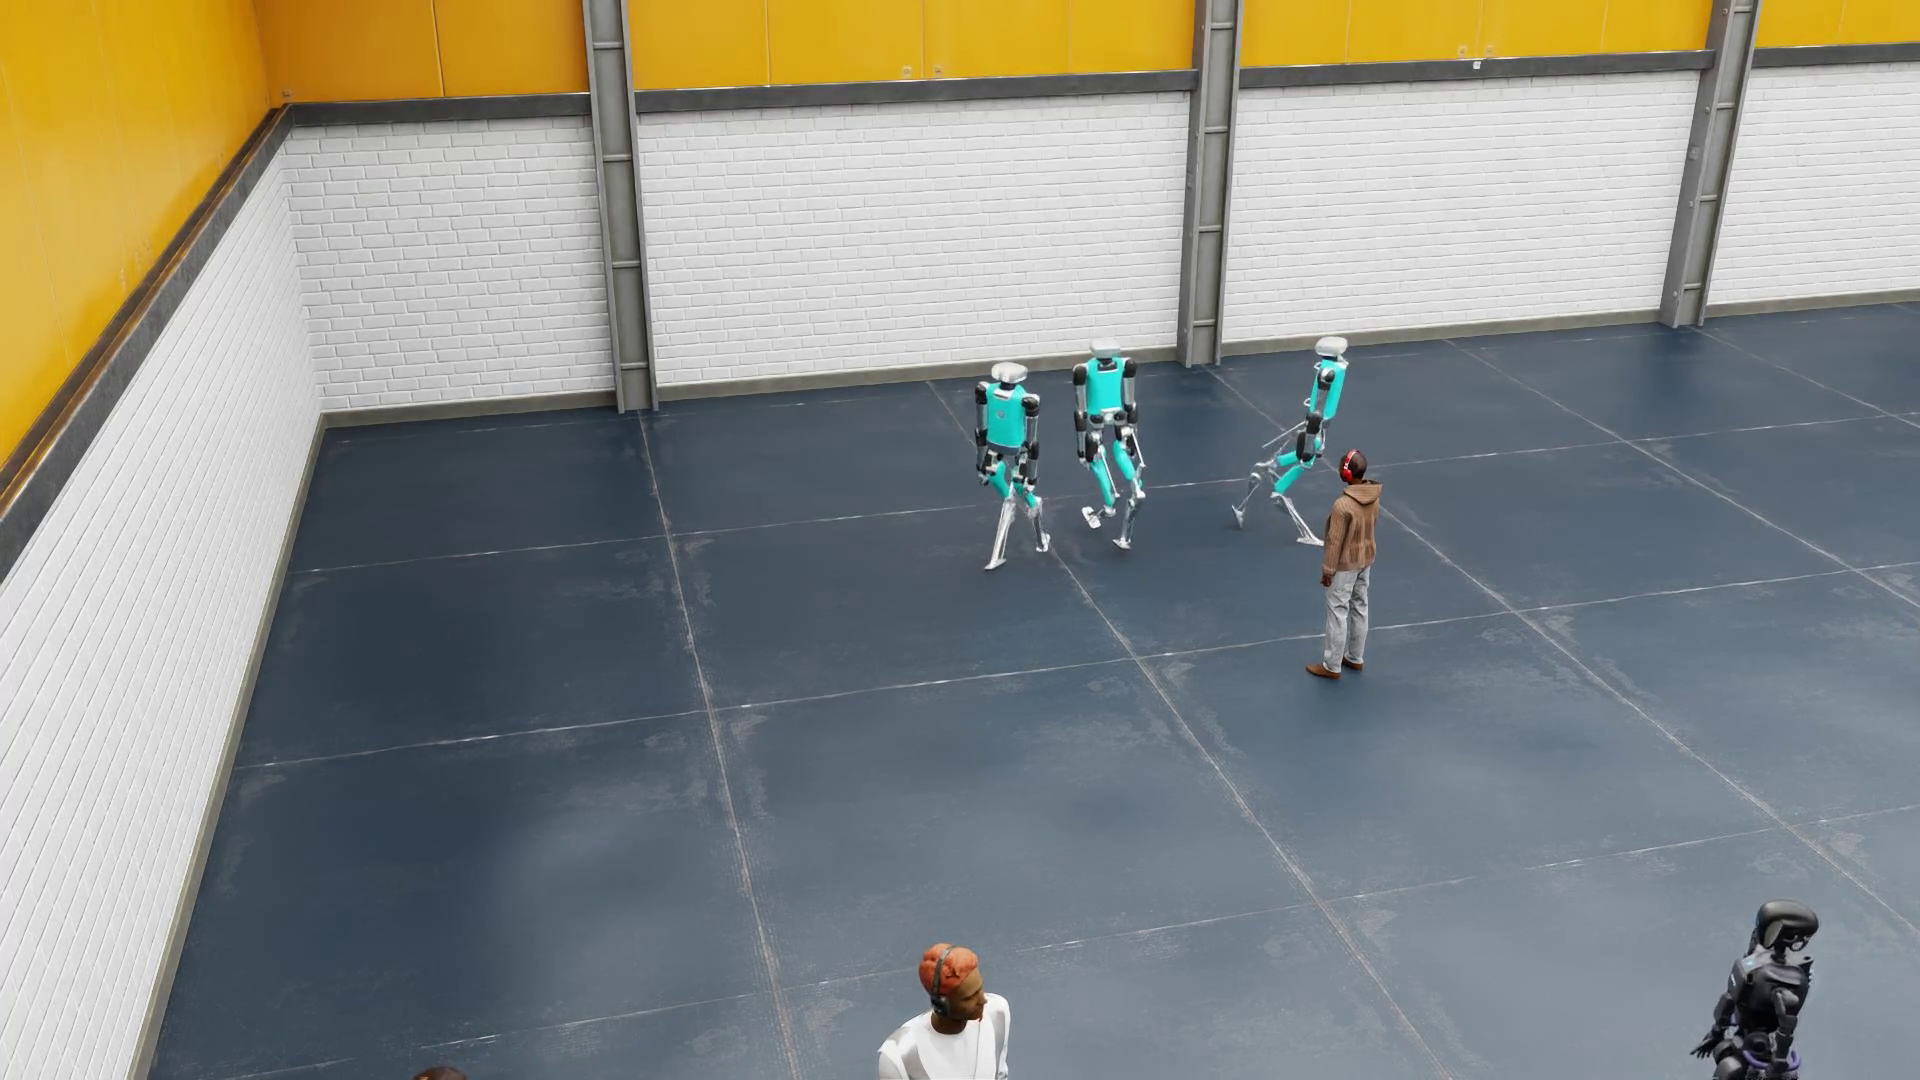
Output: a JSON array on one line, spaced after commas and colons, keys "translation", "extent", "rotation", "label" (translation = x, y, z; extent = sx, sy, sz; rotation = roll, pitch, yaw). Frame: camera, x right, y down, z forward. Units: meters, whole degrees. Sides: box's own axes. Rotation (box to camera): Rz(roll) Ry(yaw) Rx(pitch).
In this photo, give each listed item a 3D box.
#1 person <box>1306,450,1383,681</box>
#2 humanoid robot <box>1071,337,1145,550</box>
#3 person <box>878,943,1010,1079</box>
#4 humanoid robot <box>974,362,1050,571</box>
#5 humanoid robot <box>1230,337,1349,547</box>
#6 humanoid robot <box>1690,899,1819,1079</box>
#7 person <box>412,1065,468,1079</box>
[{"translation": [2.629, 0.177, 11.250], "extent": [0.462, 1.648, 0.327], "rotation": [-18, 30, -36], "label": "person"}, {"translation": [1.212, -0.696, 13.132], "extent": [0.560, 1.732, 1.030], "rotation": [-7, 25, -15], "label": "humanoid robot"}, {"translation": [-0.034, 2.294, 6.149], "extent": [0.579, 1.884, 0.352], "rotation": [-18, 30, -35], "label": "person"}, {"translation": [0.494, -0.583, 12.938], "extent": [0.570, 1.826, 0.910], "rotation": [12, 27, 26], "label": "humanoid robot"}, {"translation": [2.568, -0.814, 13.410], "extent": [0.988, 1.759, 0.547], "rotation": [10, 26, 22], "label": "humanoid robot"}, {"translation": [3.272, 2.149, 6.744], "extent": [0.635, 1.636, 0.602], "rotation": [4, 24, 8], "label": "humanoid robot"}, {"translation": [-1.713, 2.544, 5.735], "extent": [0.484, 1.760, 0.483], "rotation": [-11, 26, -23], "label": "person"}]
